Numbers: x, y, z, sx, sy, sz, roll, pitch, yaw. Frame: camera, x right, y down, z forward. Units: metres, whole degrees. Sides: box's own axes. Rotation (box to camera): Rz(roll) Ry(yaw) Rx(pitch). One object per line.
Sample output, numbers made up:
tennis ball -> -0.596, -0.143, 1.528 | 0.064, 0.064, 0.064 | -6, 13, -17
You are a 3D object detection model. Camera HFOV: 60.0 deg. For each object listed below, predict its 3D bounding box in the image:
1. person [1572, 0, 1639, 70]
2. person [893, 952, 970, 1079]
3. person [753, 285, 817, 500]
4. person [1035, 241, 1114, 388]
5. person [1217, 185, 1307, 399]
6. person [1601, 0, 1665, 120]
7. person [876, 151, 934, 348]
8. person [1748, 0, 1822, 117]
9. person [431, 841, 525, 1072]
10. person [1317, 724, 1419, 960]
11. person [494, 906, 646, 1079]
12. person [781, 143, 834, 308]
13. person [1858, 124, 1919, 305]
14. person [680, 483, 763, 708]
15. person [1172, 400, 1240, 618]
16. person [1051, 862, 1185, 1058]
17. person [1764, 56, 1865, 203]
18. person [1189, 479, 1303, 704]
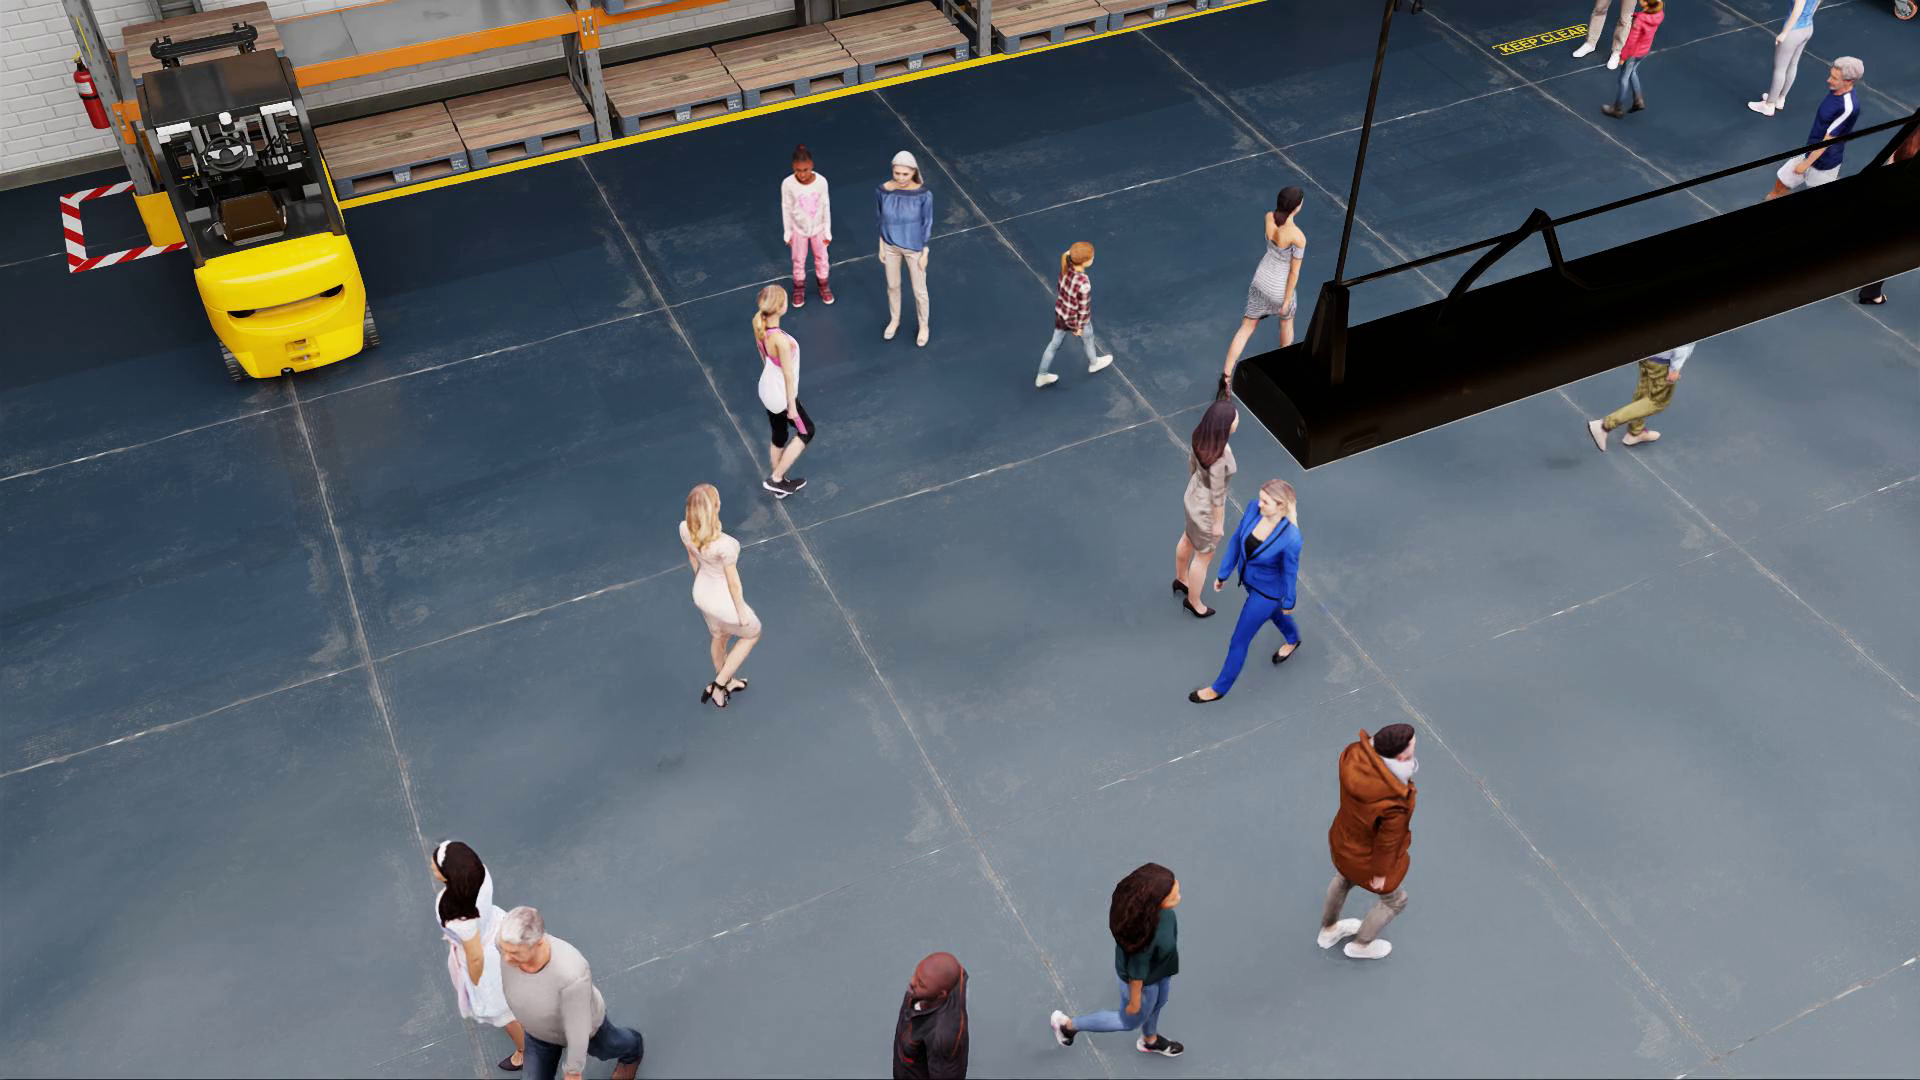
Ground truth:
person -> 6.561, -5.618, 16.381 | 0.767, 1.861, 0.741 | 28, 50, 26
person -> -0.105, 2.494, 7.892 | 0.738, 1.826, 0.776 | -3, 44, -3
person -> -1.327, -0.963, 11.554 | 0.707, 1.779, 0.701 | -27, 50, -25
person -> 0.803, -1.697, 12.693 | 0.946, 1.270, 0.621 | -25, 49, -24
person -> 2.258, -1.824, 12.460 | 1.152, 1.776, 0.785 | -30, 51, -27
person -> 6.429, -4.565, 15.677 | 0.600, 1.306, 0.643 | -27, 50, -26
person -> -0.427, -2.290, 13.007 | 0.699, 1.696, 0.768 | 12, 45, 12
person -> 7.895, -4.803, 15.707 | 0.528, 1.609, 0.661 | -27, 50, -25
person -> -2.352, 2.083, 8.328 | 0.858, 1.818, 0.822 | 0, 44, 0
person -> 2.089, 1.636, 8.791 | 0.707, 1.827, 0.740 | -14, 45, -14
person -> -1.858, 2.286, 8.092 | 1.222, 1.850, 1.350 | 19, 47, 19
person -> -1.241, -2.552, 13.464 | 0.513, 1.444, 0.645 | -5, 44, -5
person -> 7.563, -2.689, 13.451 | 0.584, 1.661, 0.631 | -9, 44, -10
person -> -1.516, 0.415, 10.075 | 0.744, 1.822, 0.808 | 29, 51, 27
person -> 1.587, -0.211, 10.789 | 0.572, 1.744, 0.640 | -10, 44, -10
person -> 0.839, 2.159, 8.406 | 1.038, 1.600, 0.895 | 5, 44, 5
person -> 7.258, -3.169, 13.858 | 1.107, 1.795, 0.931 | 3, 44, 3
person -> 1.958, 0.254, 10.372 | 1.162, 1.647, 0.632 | -22, 48, -22
